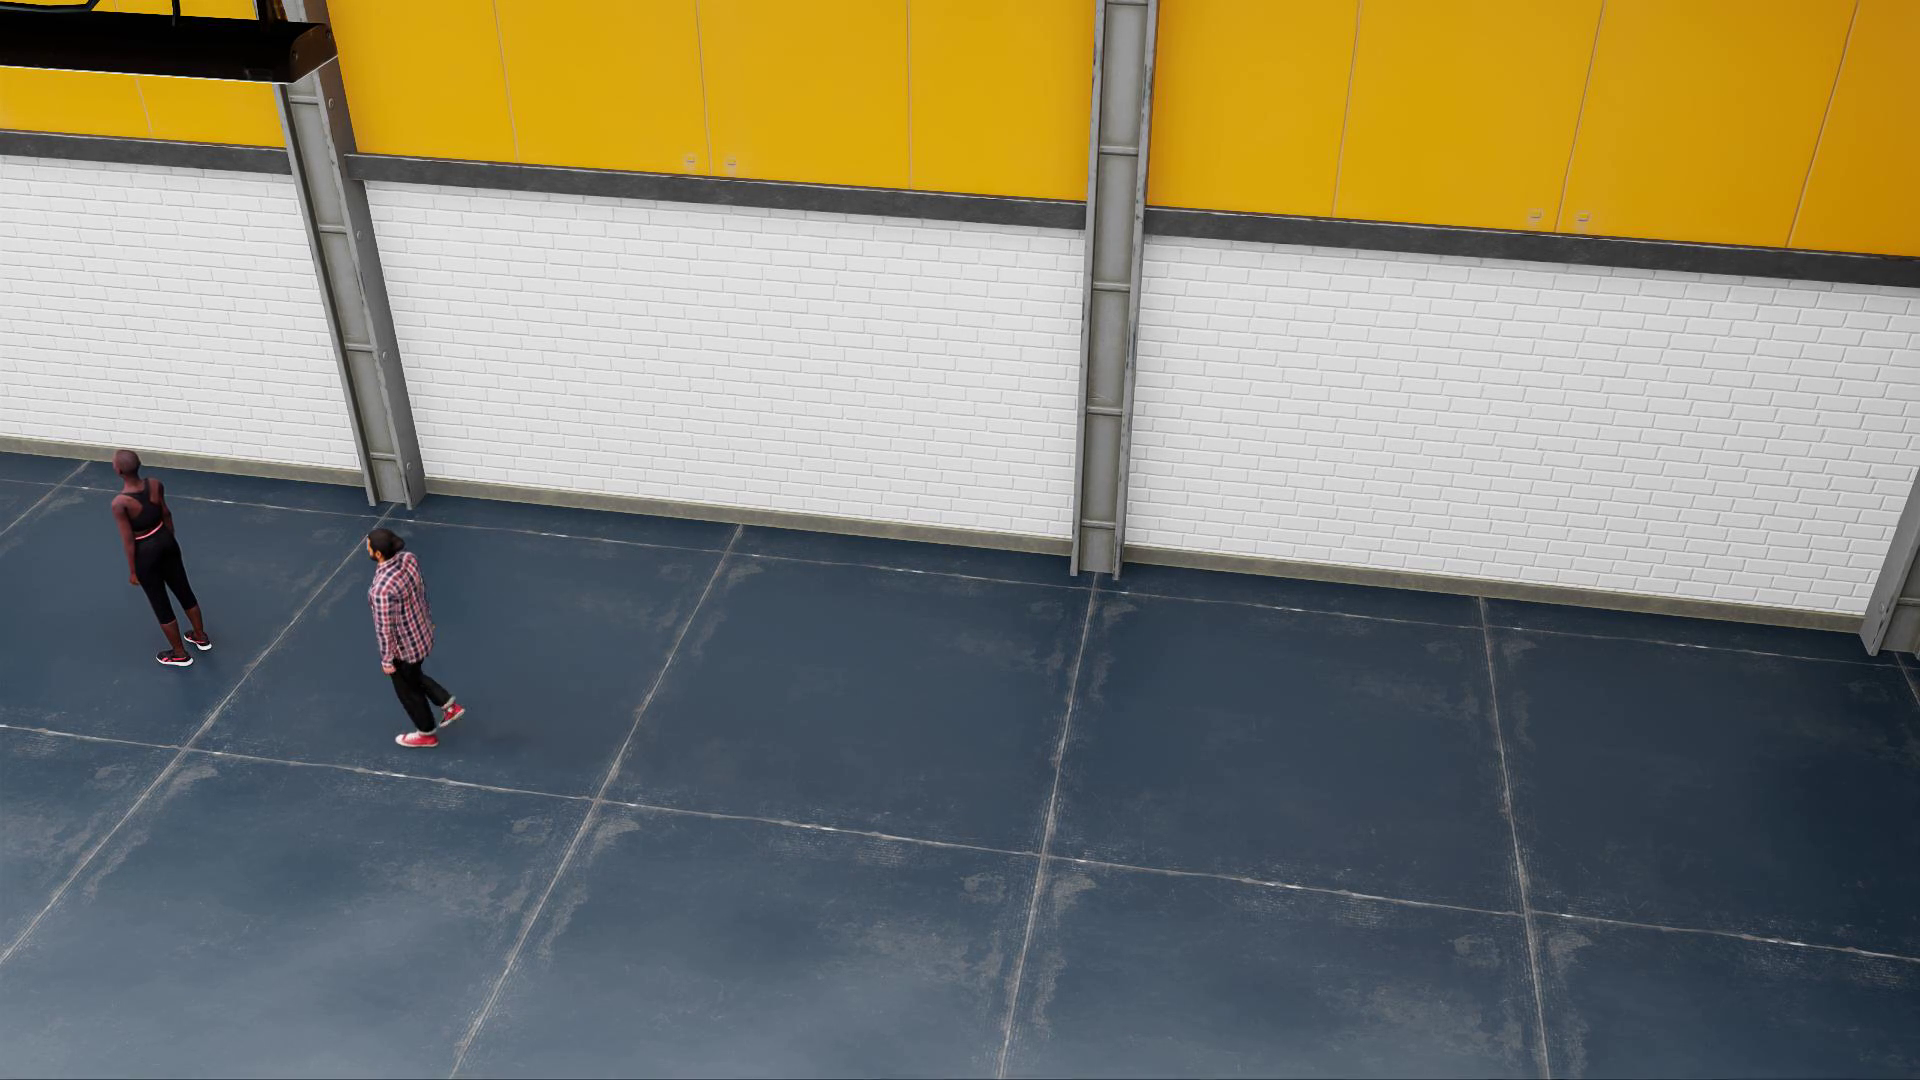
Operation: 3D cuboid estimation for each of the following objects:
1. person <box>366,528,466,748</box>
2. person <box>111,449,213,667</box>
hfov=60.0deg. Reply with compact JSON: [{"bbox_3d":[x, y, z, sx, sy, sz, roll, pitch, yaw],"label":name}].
[{"bbox_3d":[-3.632,0.678,11.101,0.752,1.749,0.734,2,34,3],"label":"person"},{"bbox_3d":[-5.773,0.114,11.940,0.609,1.758,0.646,14,36,20],"label":"person"}]
